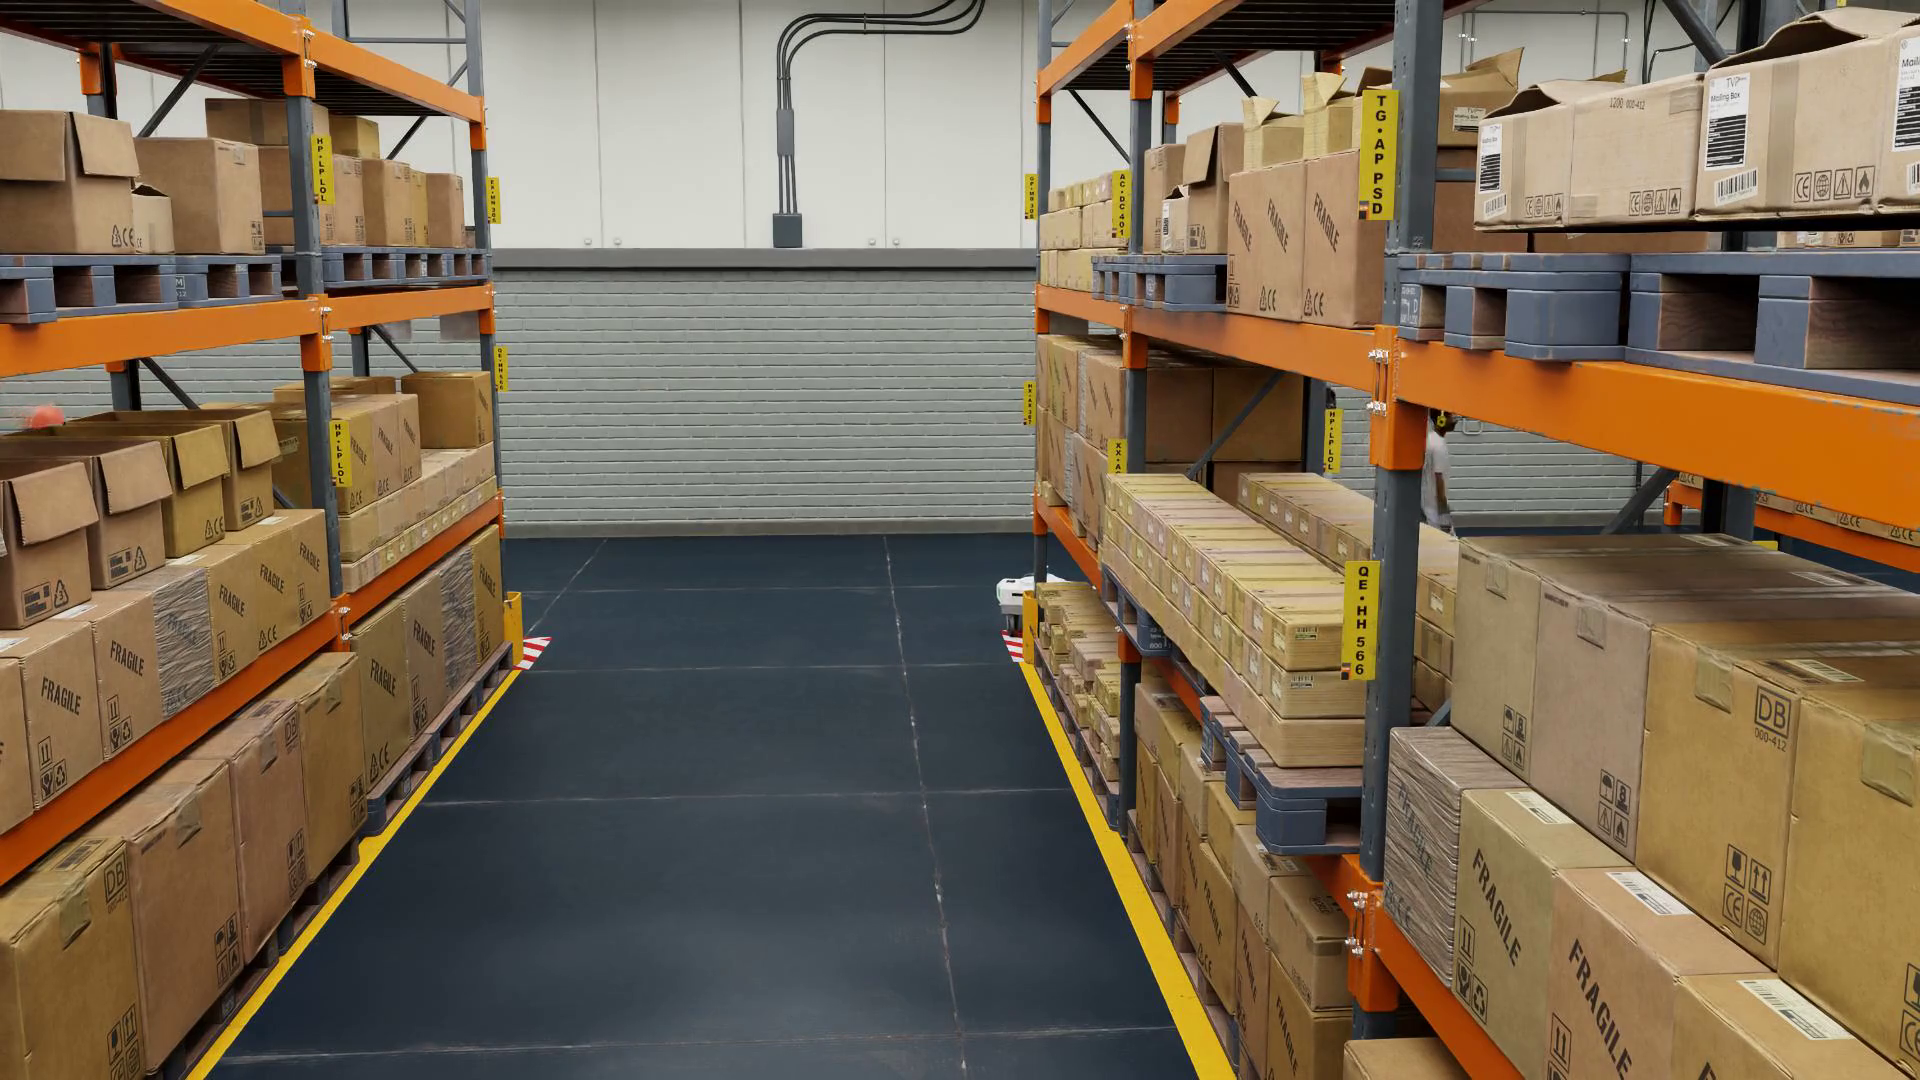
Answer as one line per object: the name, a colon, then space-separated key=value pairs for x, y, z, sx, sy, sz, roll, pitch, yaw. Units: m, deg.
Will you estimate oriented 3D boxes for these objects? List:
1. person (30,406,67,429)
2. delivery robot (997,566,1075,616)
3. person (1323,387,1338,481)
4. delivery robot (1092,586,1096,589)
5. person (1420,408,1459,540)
person: x=-7.016 y=-0.108 z=13.034 sx=0.985 sy=1.883 sz=0.548 roll=-1 pitch=10 yaw=-4
delivery robot: x=0.660 y=0.446 z=13.409 sx=0.707 sy=0.478 sz=0.477 roll=2 pitch=10 yaw=14
person: x=3.142 y=-0.438 z=14.964 sx=0.790 sy=1.895 sz=0.595 roll=4 pitch=10 yaw=21
delivery robot: x=1.164 y=0.505 z=13.064 sx=0.707 sy=0.478 sz=0.477 roll=-9 pitch=13 yaw=-42
person: x=4.101 y=-0.286 z=14.198 sx=0.473 sy=1.846 sz=0.555 roll=1 pitch=10 yaw=7
